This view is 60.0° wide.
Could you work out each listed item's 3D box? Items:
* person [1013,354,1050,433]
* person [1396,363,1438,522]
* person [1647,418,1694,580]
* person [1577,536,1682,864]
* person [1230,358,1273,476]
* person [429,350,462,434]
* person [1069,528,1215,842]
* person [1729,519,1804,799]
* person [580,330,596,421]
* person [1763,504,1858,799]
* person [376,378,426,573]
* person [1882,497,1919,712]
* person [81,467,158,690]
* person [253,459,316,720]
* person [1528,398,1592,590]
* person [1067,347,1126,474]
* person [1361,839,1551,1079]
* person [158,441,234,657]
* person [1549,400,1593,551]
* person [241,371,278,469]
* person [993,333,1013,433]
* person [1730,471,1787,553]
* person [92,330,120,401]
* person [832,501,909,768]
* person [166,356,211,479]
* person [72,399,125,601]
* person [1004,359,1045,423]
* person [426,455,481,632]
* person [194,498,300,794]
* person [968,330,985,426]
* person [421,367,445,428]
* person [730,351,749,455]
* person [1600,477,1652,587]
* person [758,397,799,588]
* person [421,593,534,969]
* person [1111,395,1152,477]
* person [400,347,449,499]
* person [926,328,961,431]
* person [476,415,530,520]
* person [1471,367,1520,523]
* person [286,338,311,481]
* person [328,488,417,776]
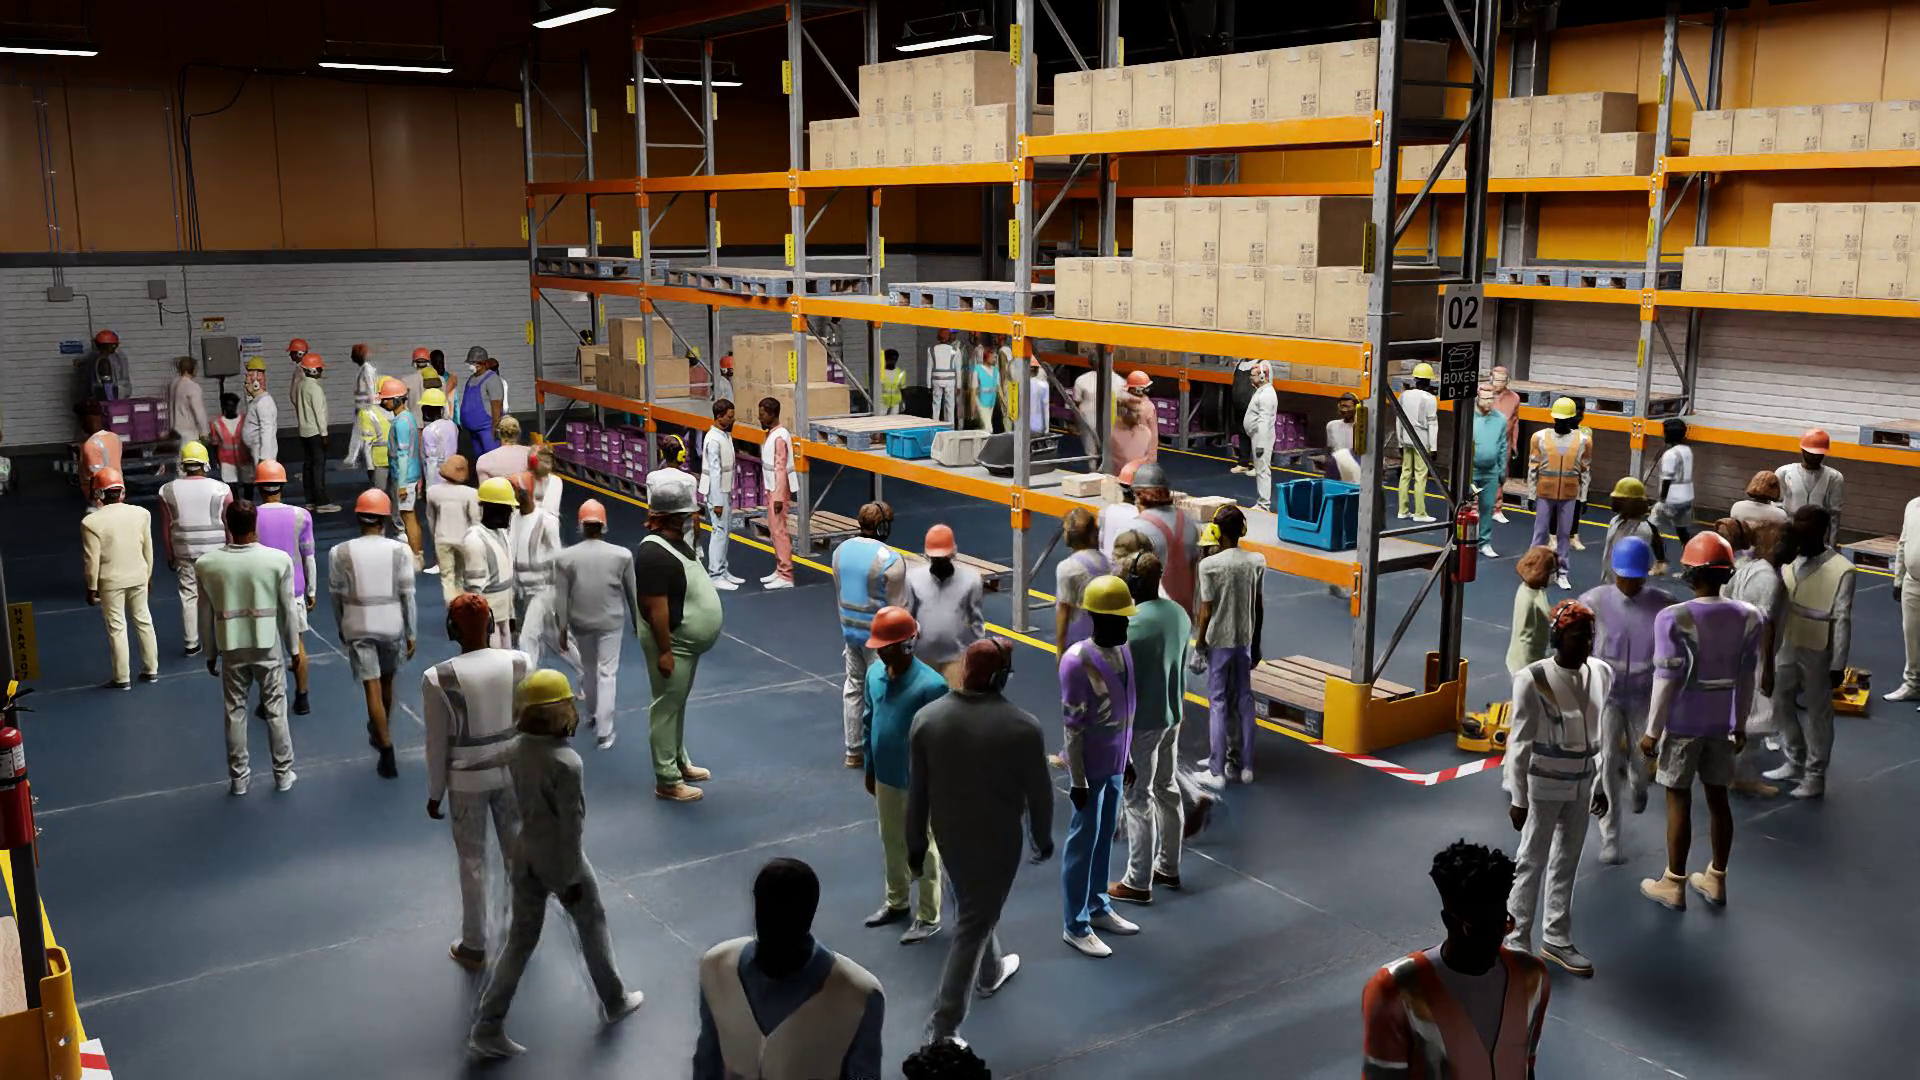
[{"bbox_3d":[0.925,-1.494,21.836,0.537,1.909,0.515,2,11,13],"label":"person"},{"bbox_3d":[5.557,-1.177,20.165,0.368,1.925,0.594,-7,13,-32],"label":"person"},{"bbox_3d":[7.206,-0.398,16.828,0.560,1.673,0.568,-10,15,-43],"label":"person"},{"bbox_3d":[3.875,0.880,9.674,0.644,1.911,0.749,4,12,20],"label":"person"},{"bbox_3d":[4.115,-1.936,23.758,0.535,2.000,0.683,-8,13,-34],"label":"person"},{"bbox_3d":[-6.983,-1.592,22.315,0.392,1.920,0.587,10,15,42],"label":"person"},{"bbox_3d":[1.080,0.870,9.718,0.791,1.917,0.636,-1,11,-8],"label":"person"},{"bbox_3d":[4.981,0.764,10.501,0.509,1.820,0.557,4,12,18],"label":"person"},{"bbox_3d":[-6.003,-2.495,27.102,0.327,1.861,0.498,-5,12,-25],"label":"person"},{"bbox_3d":[5.421,0.700,10.631,0.441,1.905,0.617,-5,12,-22],"label":"person"},{"bbox_3d":[-5.791,-0.659,17.253,0.404,2.035,0.606,-3,11,-13],"label":"person"},{"bbox_3d":[7.291,0.341,12.487,0.398,1.899,0.654,-4,12,-18],"label":"person"},{"bbox_3d":[-6.603,0.300,13.052,0.335,1.753,0.563,7,13,32],"label":"person"},{"bbox_3d":[-5.049,0.365,12.300,0.548,1.924,0.387,-7,13,-33],"label":"person"},{"bbox_3d":[5.936,-0.459,16.505,0.587,1.922,0.383,3,11,13],"label":"person"},{"bbox_3d":[1.741,-1.553,21.798,0.686,2.000,0.840,-5,12,-22],"label":"person"},{"bbox_3d":[1.429,1.804,4.809,0.607,1.966,0.367,-4,12,-21],"label":"person"},{"bbox_3d":[-6.385,0.083,13.998,0.586,1.824,0.404,-3,12,-16],"label":"person"},{"bbox_3d":[6.724,-0.704,18.368,0.538,1.686,0.322,-3,11,-14],"label":"person"},{"bbox_3d":[-8.158,-1.019,19.410,0.409,1.907,0.651,-5,12,-25],"label":"person"},{"bbox_3d":[0.737,-2.569,27.537,0.386,1.838,0.566,1,11,4],"label":"person"},{"bbox_3d":[6.556,0.234,13.728,0.288,1.625,0.497,-7,13,-31],"label":"person"},{"bbox_3d":[-12.436,-2.044,24.323,0.404,2.037,0.606,-7,13,-34],"label":"person"},{"bbox_3d":[-0.567,0.651,11.050,0.625,1.838,0.429,10,15,43],"label":"person"},{"bbox_3d":[-9.864,-1.409,21.393,0.644,1.909,0.727,8,14,37],"label":"person"},{"bbox_3d":[-8.292,-0.394,16.074,0.380,1.959,0.601,-1,11,-6],"label":"person"},{"bbox_3d":[1.004,-2.088,25.127,0.675,1.811,0.655,4,12,19],"label":"person"},{"bbox_3d":[-4.488,0.042,14.790,0.493,1.597,0.604,-2,11,-9],"label":"person"},{"bbox_3d":[-4.544,0.688,10.663,0.587,1.913,0.397,-3,11,-14],"label":"person"},{"bbox_3d":[0.286,-2.544,27.297,0.363,1.879,0.584,-1,11,-4],"label":"person"},{"bbox_3d":[-6.895,-1.404,21.827,0.321,1.738,0.486,3,12,16],"label":"person"},{"bbox_3d":[-3.355,-2.020,25.216,0.319,1.681,0.689,1,11,5],"label":"person"},{"bbox_3d":[5.034,0.382,12.658,0.289,1.746,0.487,-3,11,-13],"label":"person"},{"bbox_3d":[-1.826,-0.480,16.669,0.404,1.906,0.598,-3,11,-15],"label":"person"},{"bbox_3d":[-2.360,1.177,8.223,0.573,1.887,0.356,-9,14,-39],"label":"person"},{"bbox_3d":[1.675,-0.565,17.152,0.650,1.879,0.687,-4,12,-22],"label":"person"},{"bbox_3d":[-7.027,-1.533,21.853,0.617,1.986,0.411,-3,11,-15],"label":"person"},{"bbox_3d":[-0.262,-2.542,27.277,0.576,1.881,0.339,1,11,5],"label":"person"},{"bbox_3d":[-4.002,-0.152,14.892,0.631,1.939,0.370,-8,14,-35],"label":"person"},{"bbox_3d":[6.439,-1.137,20.038,0.641,1.901,0.401,-2,11,-8],"label":"person"},{"bbox_3d":[-9.196,-1.827,23.320,0.379,1.995,0.612,-6,13,-28],"label":"person"},{"bbox_3d":[-3.967,0.587,11.261,0.539,1.867,1.003,-6,12,-27],"label":"person"}]
